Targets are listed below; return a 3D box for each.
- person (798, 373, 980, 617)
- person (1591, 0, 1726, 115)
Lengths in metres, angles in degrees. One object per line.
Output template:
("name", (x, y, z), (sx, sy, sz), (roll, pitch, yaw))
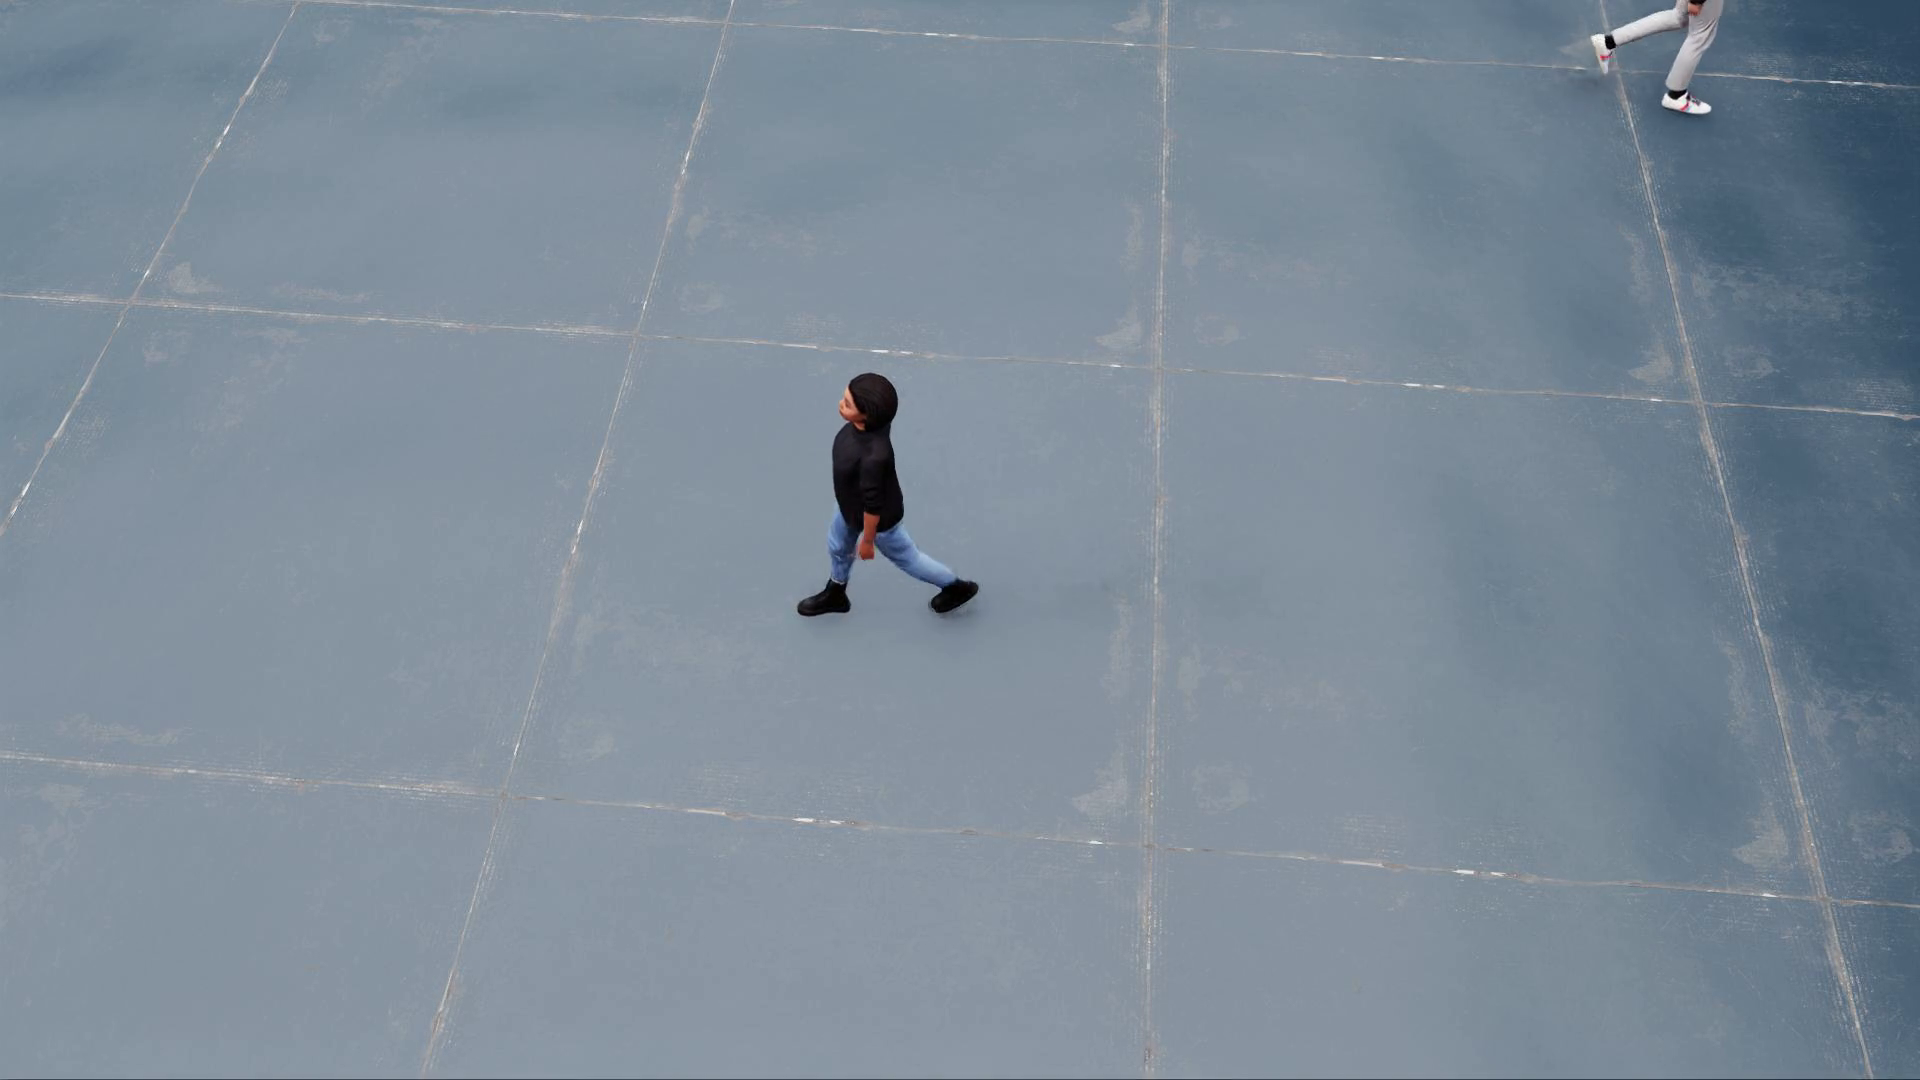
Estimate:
("person", (-0.305, -0.142, 7.693), (1.172, 1.661, 0.743), (-6, 53, -5))
("person", (4.452, -3.498, 10.124), (1.159, 1.928, 0.877), (17, 54, 13))
